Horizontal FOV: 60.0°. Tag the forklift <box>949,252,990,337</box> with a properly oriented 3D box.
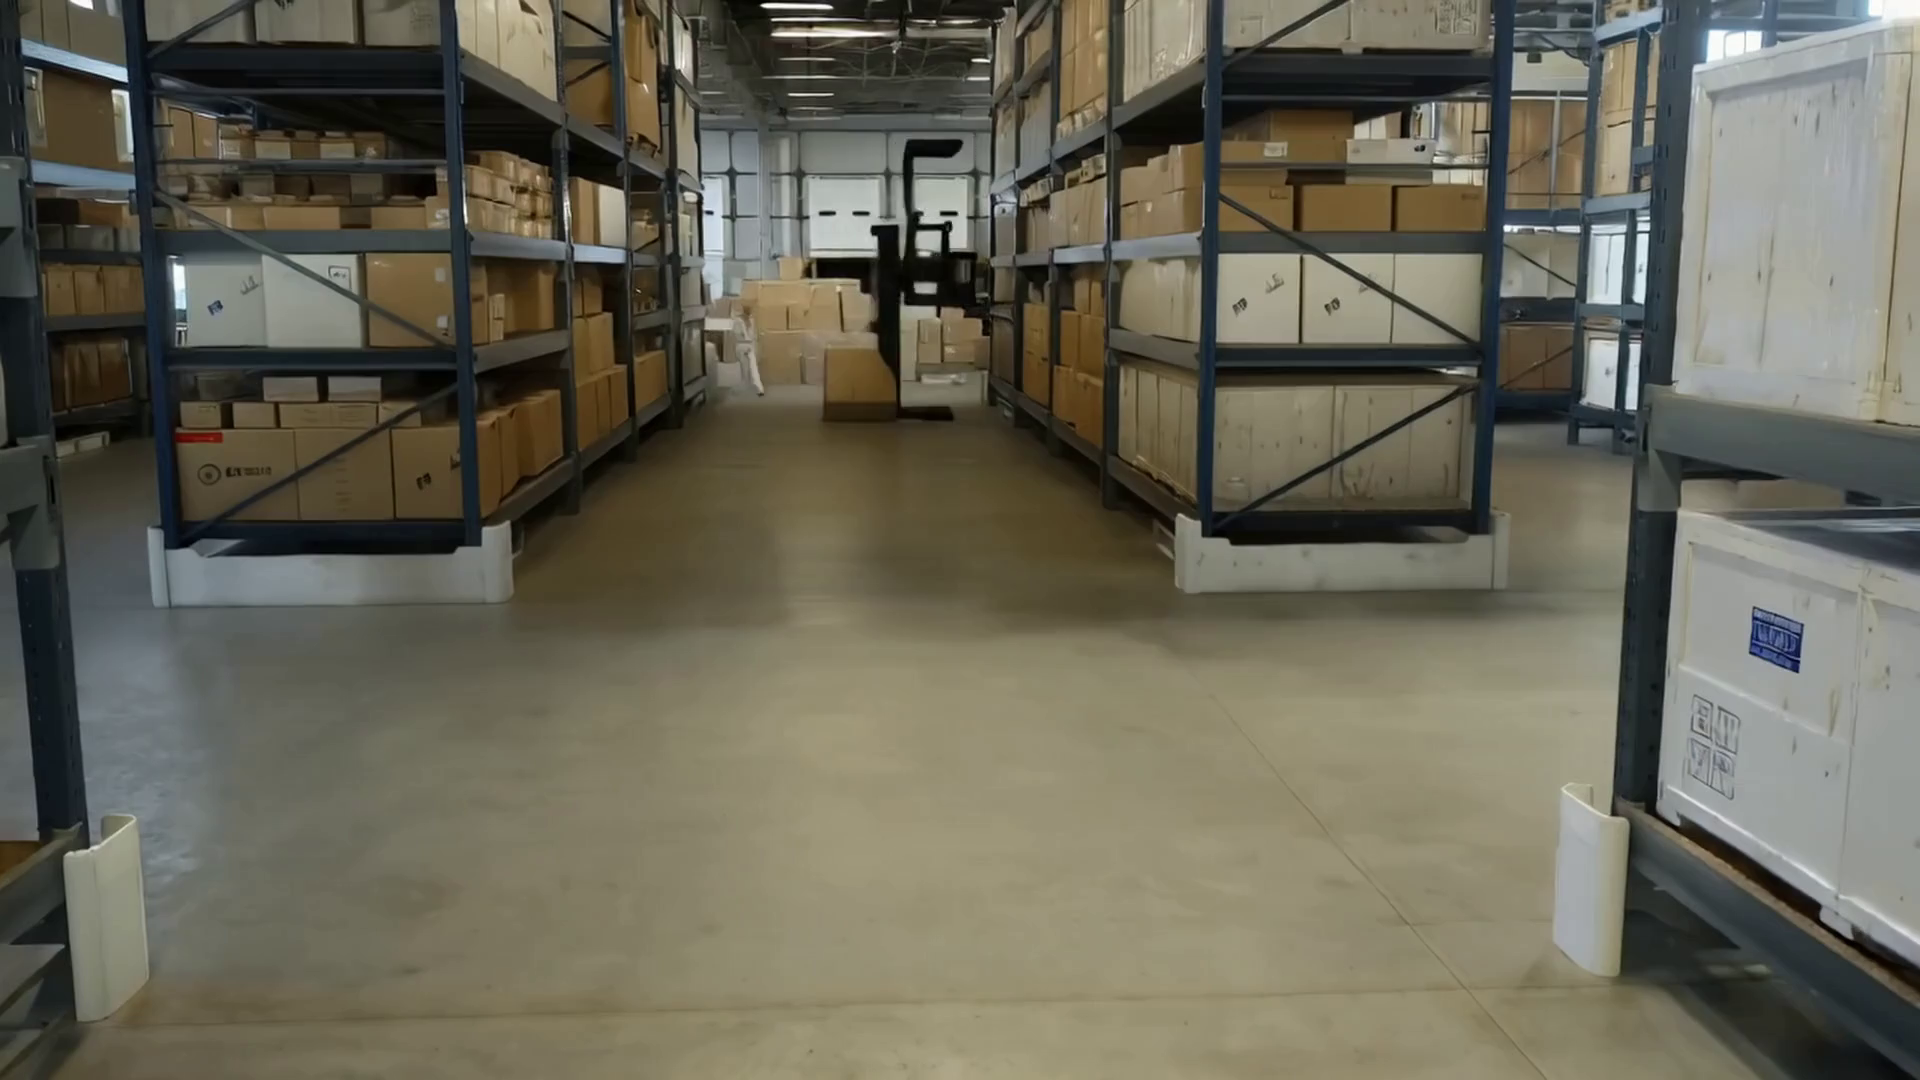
[{"bbox_3d":[0.093,-7.478,51.288,1.129,2.768,1.873,-5,11,-30],"label":"forklift"}]

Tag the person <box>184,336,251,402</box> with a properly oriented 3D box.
[{"bbox_3d":[-7.621,-1.519,17.156,0.655,1.827,0.444,0,9,1],"label":"person"}]

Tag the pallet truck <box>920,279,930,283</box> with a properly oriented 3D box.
[{"bbox_3d":[-0.932,-8.922,63.114,1.885,1.965,0.823,2,9,13],"label":"pallet truck"}]

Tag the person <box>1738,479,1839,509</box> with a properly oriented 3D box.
[{"bbox_3d":[3.644,-0.021,7.562,0.689,1.883,0.680,1,9,3],"label":"person"}]

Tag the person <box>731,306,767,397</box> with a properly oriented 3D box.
[{"bbox_3d":[-3.744,-3.289,29.023,0.528,1.580,0.878,-8,12,-41],"label":"person"}]

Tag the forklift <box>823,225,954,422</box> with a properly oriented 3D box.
[{"bbox_3d":[-1.055,-3.148,24.094,1.873,2.768,1.129,-1,9,-4],"label":"forklift"}]
